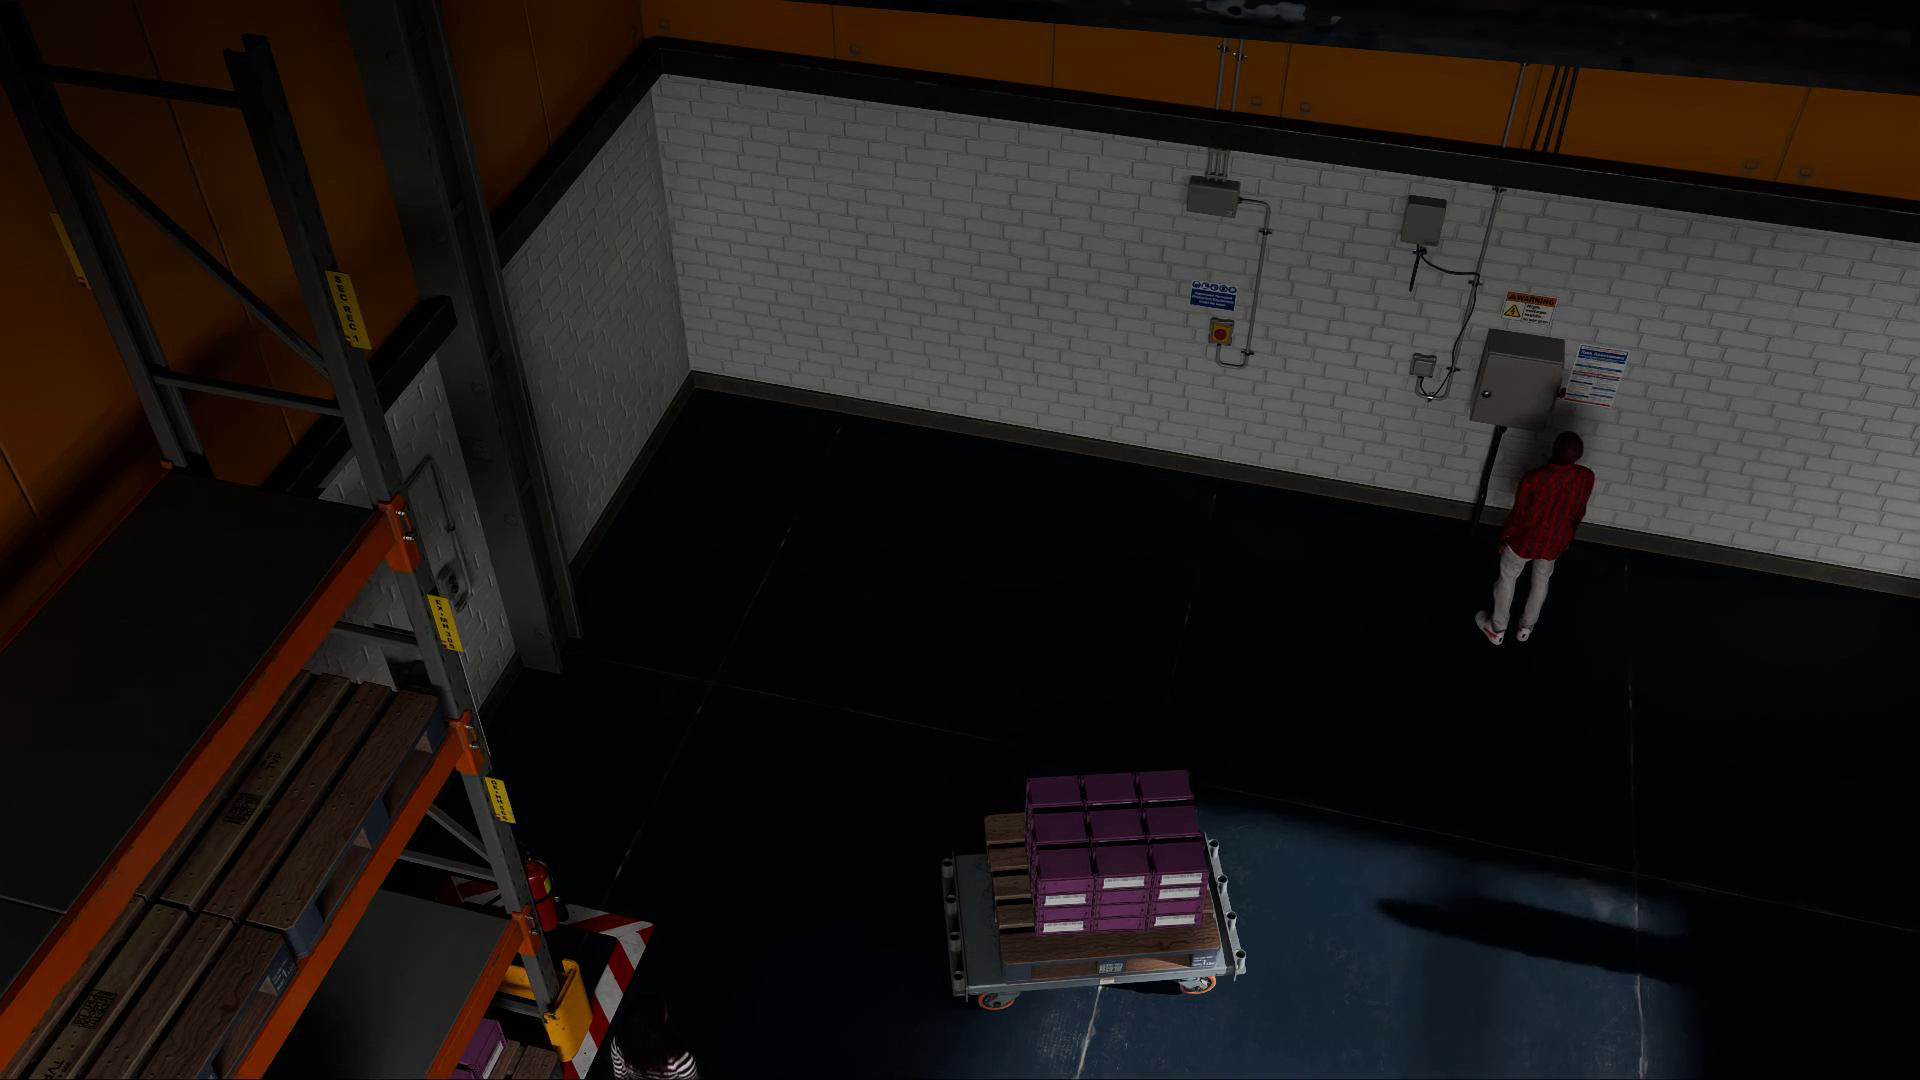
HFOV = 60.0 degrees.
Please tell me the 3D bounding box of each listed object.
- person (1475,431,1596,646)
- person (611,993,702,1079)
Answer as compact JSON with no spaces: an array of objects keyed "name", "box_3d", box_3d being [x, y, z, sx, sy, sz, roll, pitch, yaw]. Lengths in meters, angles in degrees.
[{"name":"person","box_3d":[3.816,-0.022,10.973,0.731,1.820,0.693,-2,44,-2]},{"name":"person","box_3d":[-1.430,2.754,8.077,0.582,1.795,0.496,10,45,11]}]
